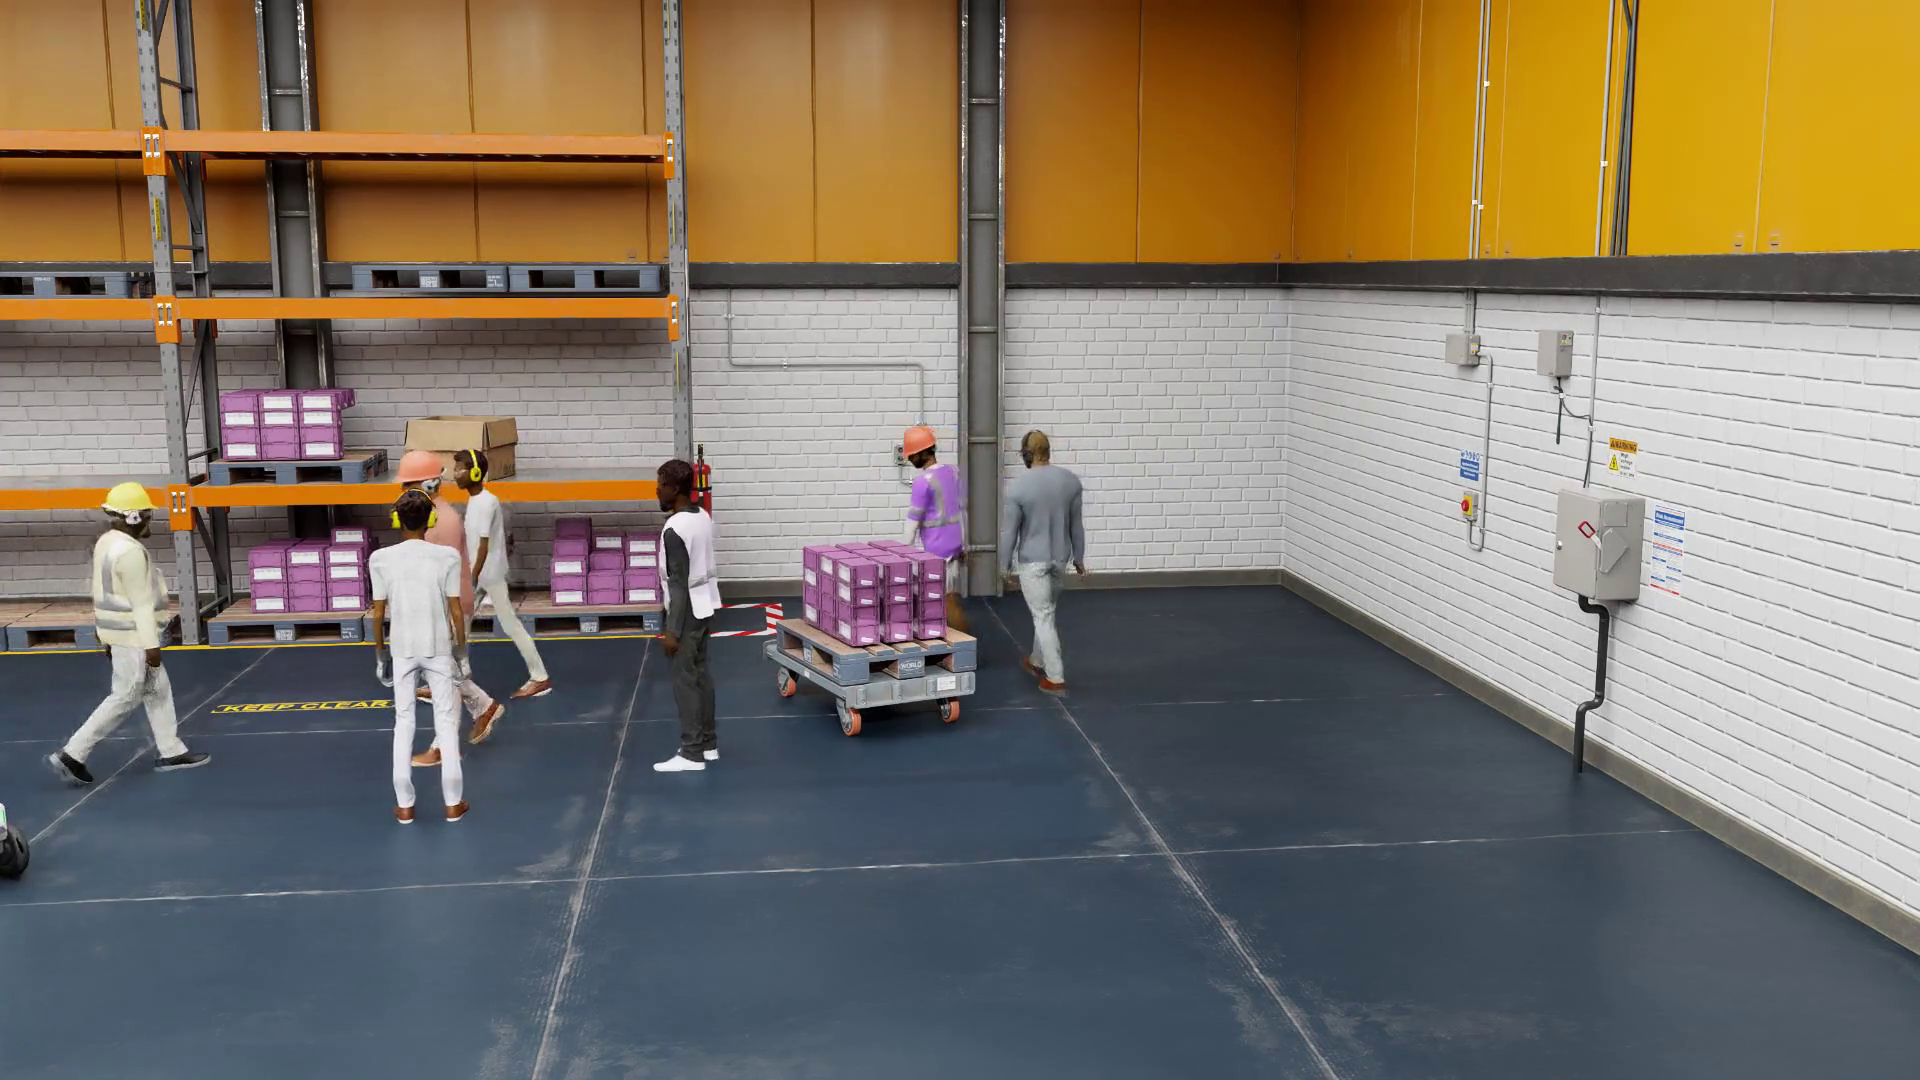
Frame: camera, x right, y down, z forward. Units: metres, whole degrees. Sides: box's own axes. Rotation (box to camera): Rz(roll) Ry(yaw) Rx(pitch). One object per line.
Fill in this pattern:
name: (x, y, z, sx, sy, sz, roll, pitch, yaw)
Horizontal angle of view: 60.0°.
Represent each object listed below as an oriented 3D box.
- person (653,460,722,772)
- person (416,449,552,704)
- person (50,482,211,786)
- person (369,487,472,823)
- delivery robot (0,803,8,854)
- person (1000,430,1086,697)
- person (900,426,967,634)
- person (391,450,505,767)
person: (-1.664, 0.465, 10.164, 0.392, 1.919, 0.636, 1, 9, 6)
person: (-3.379, 0.268, 11.690, 1.042, 1.812, 0.499, -5, 11, -31)
person: (-5.005, 0.556, 9.916, 0.822, 1.802, 0.594, -6, 11, -35)
person: (-2.968, 0.640, 9.196, 0.508, 1.860, 0.313, -2, 9, -10)
delivery robot: (-5.084, 1.398, 8.227, 0.707, 0.478, 0.477, 4, 10, 24)
person: (0.534, 0.146, 12.139, 0.641, 1.900, 0.910, -5, 10, -29)
person: (-0.232, 0.065, 12.735, 0.769, 1.873, 0.583, 4, 10, 24)
person: (-3.167, 0.410, 10.306, 0.629, 1.972, 0.611, -7, 12, -38)
